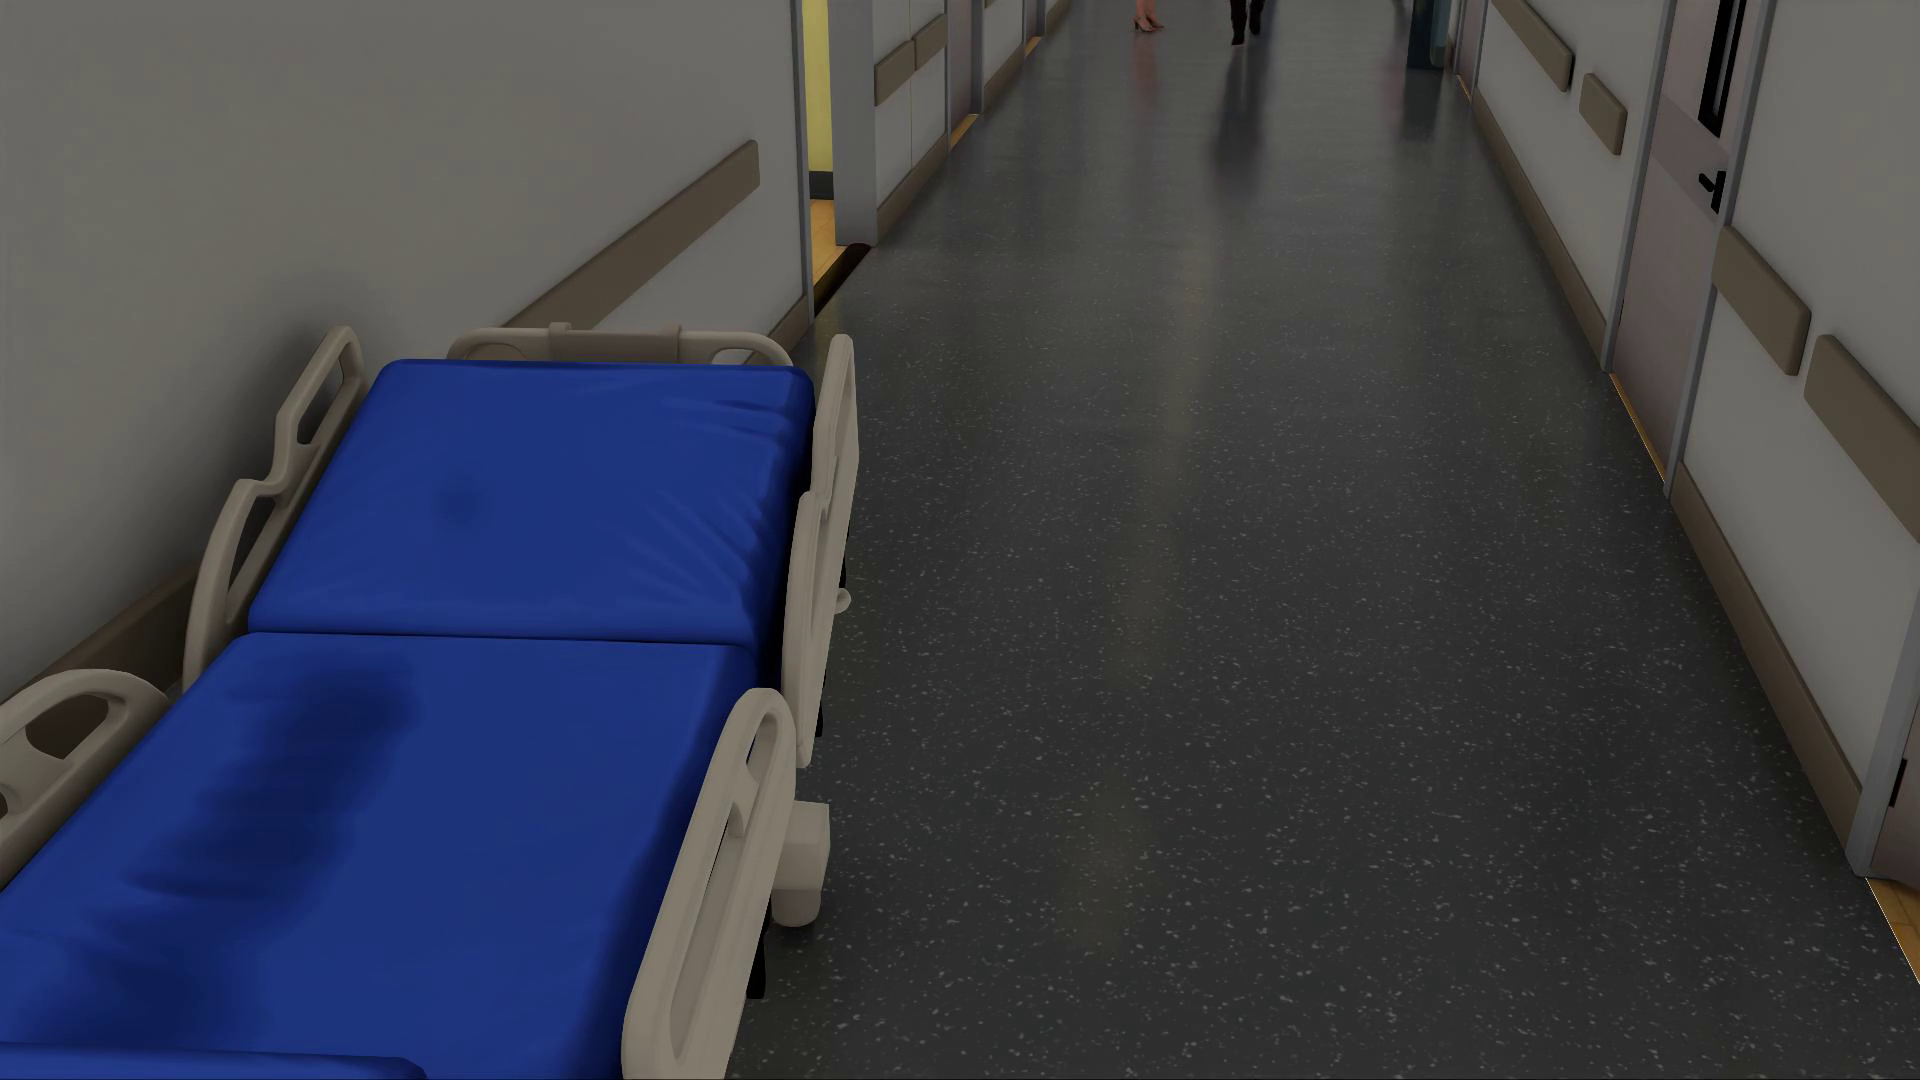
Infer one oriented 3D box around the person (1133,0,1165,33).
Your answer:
[{"bbox_3d":[1.765,-5.479,14.886,0.761,1.769,0.760,15,30,28],"label":"person"}]
